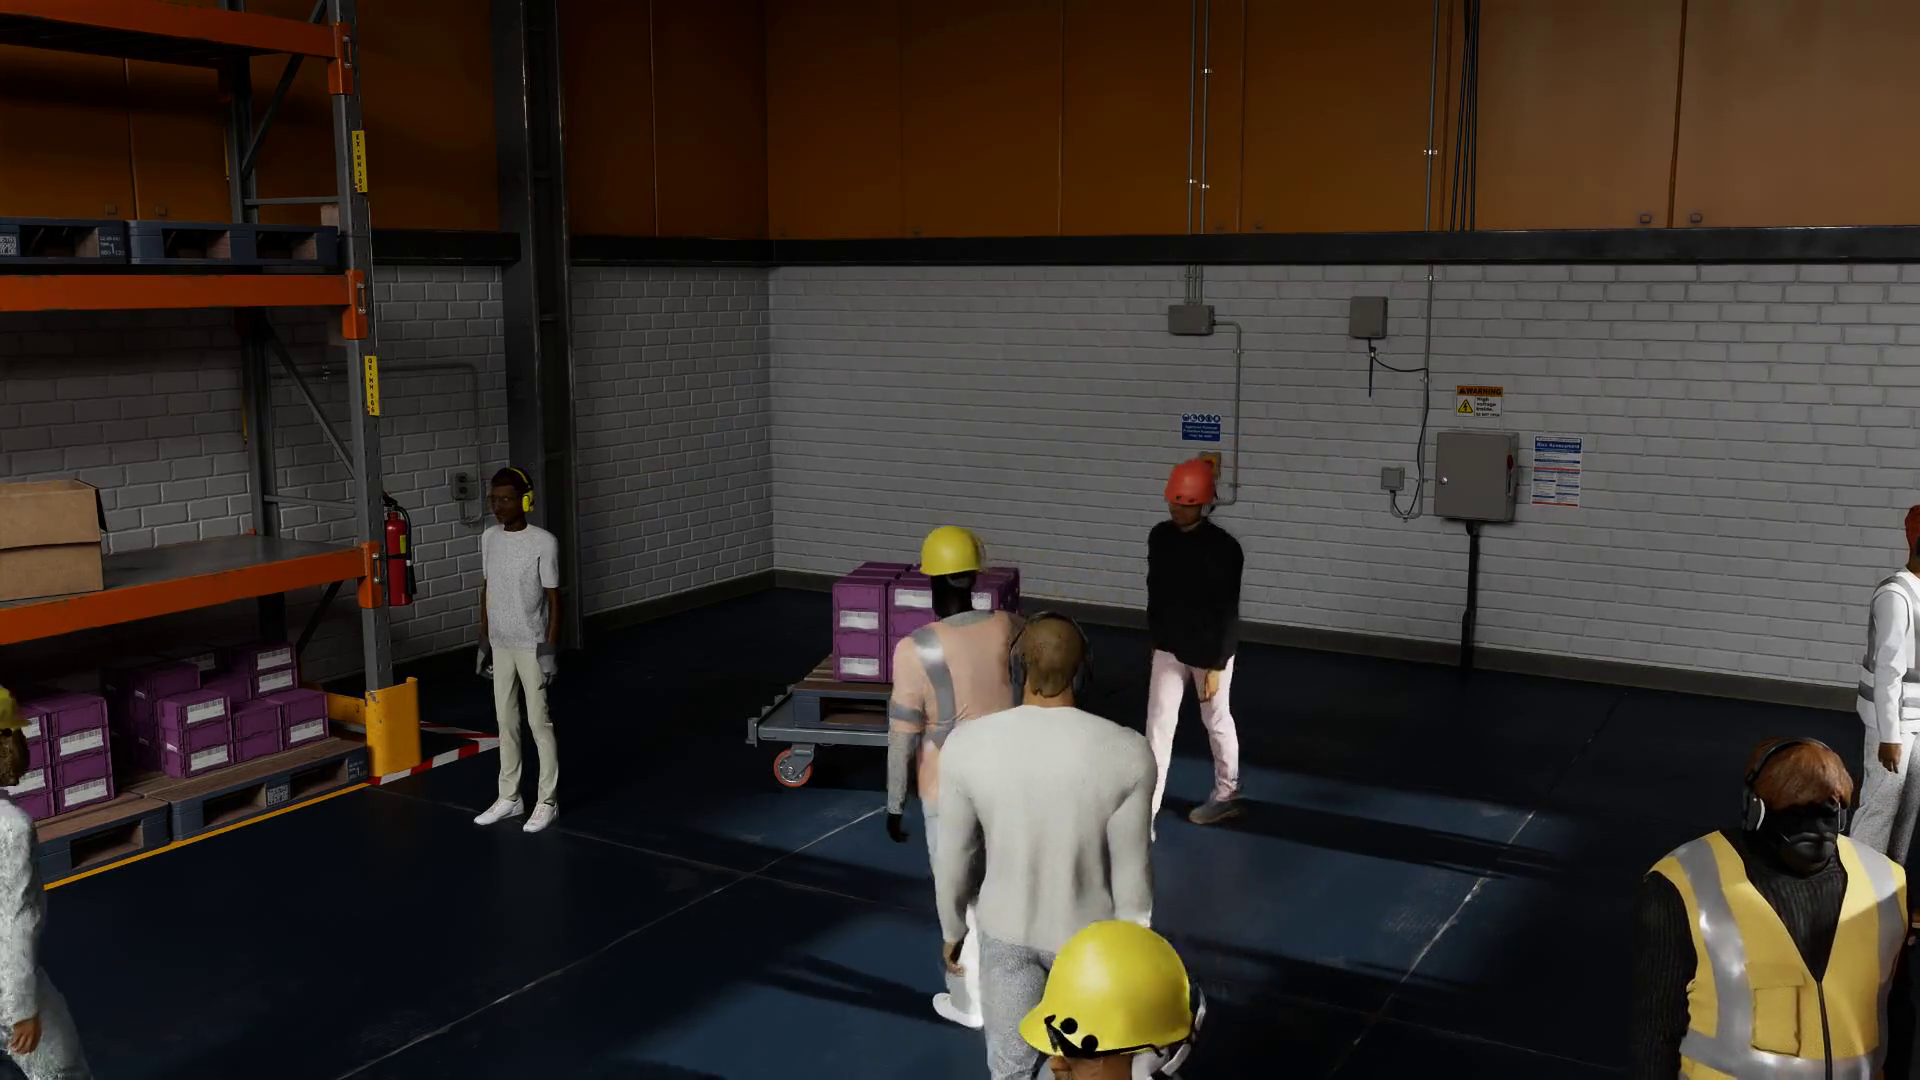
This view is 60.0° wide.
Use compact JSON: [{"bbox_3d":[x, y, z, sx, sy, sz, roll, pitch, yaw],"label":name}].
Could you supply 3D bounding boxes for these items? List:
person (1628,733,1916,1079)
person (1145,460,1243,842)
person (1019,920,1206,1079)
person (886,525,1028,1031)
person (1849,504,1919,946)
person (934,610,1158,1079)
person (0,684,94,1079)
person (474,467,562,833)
[{"bbox_3d":[1.833,1.331,3.768,0.629,1.837,0.429,0,9,-1],"label":"person"},{"bbox_3d":[1.137,0.549,8.314,0.632,1.933,0.967,8,12,42],"label":"person"},{"bbox_3d":[0.259,1.493,2.852,0.791,1.804,0.593,-3,10,-19],"label":"person"},{"bbox_3d":[-0.007,0.892,6.239,0.627,1.910,0.419,-6,11,-34],"label":"person"},{"bbox_3d":[4.036,0.774,7.107,0.580,1.879,0.347,-8,12,-41],"label":"person"},{"bbox_3d":[0.233,1.140,4.771,0.644,1.900,0.999,1,9,8],"label":"person"},{"bbox_3d":[-2.705,1.232,4.781,0.507,1.705,0.807,4,10,23],"label":"person"},{"bbox_3d":[-2.268,0.553,8.499,0.511,1.872,0.328,4,10,24],"label":"person"}]
